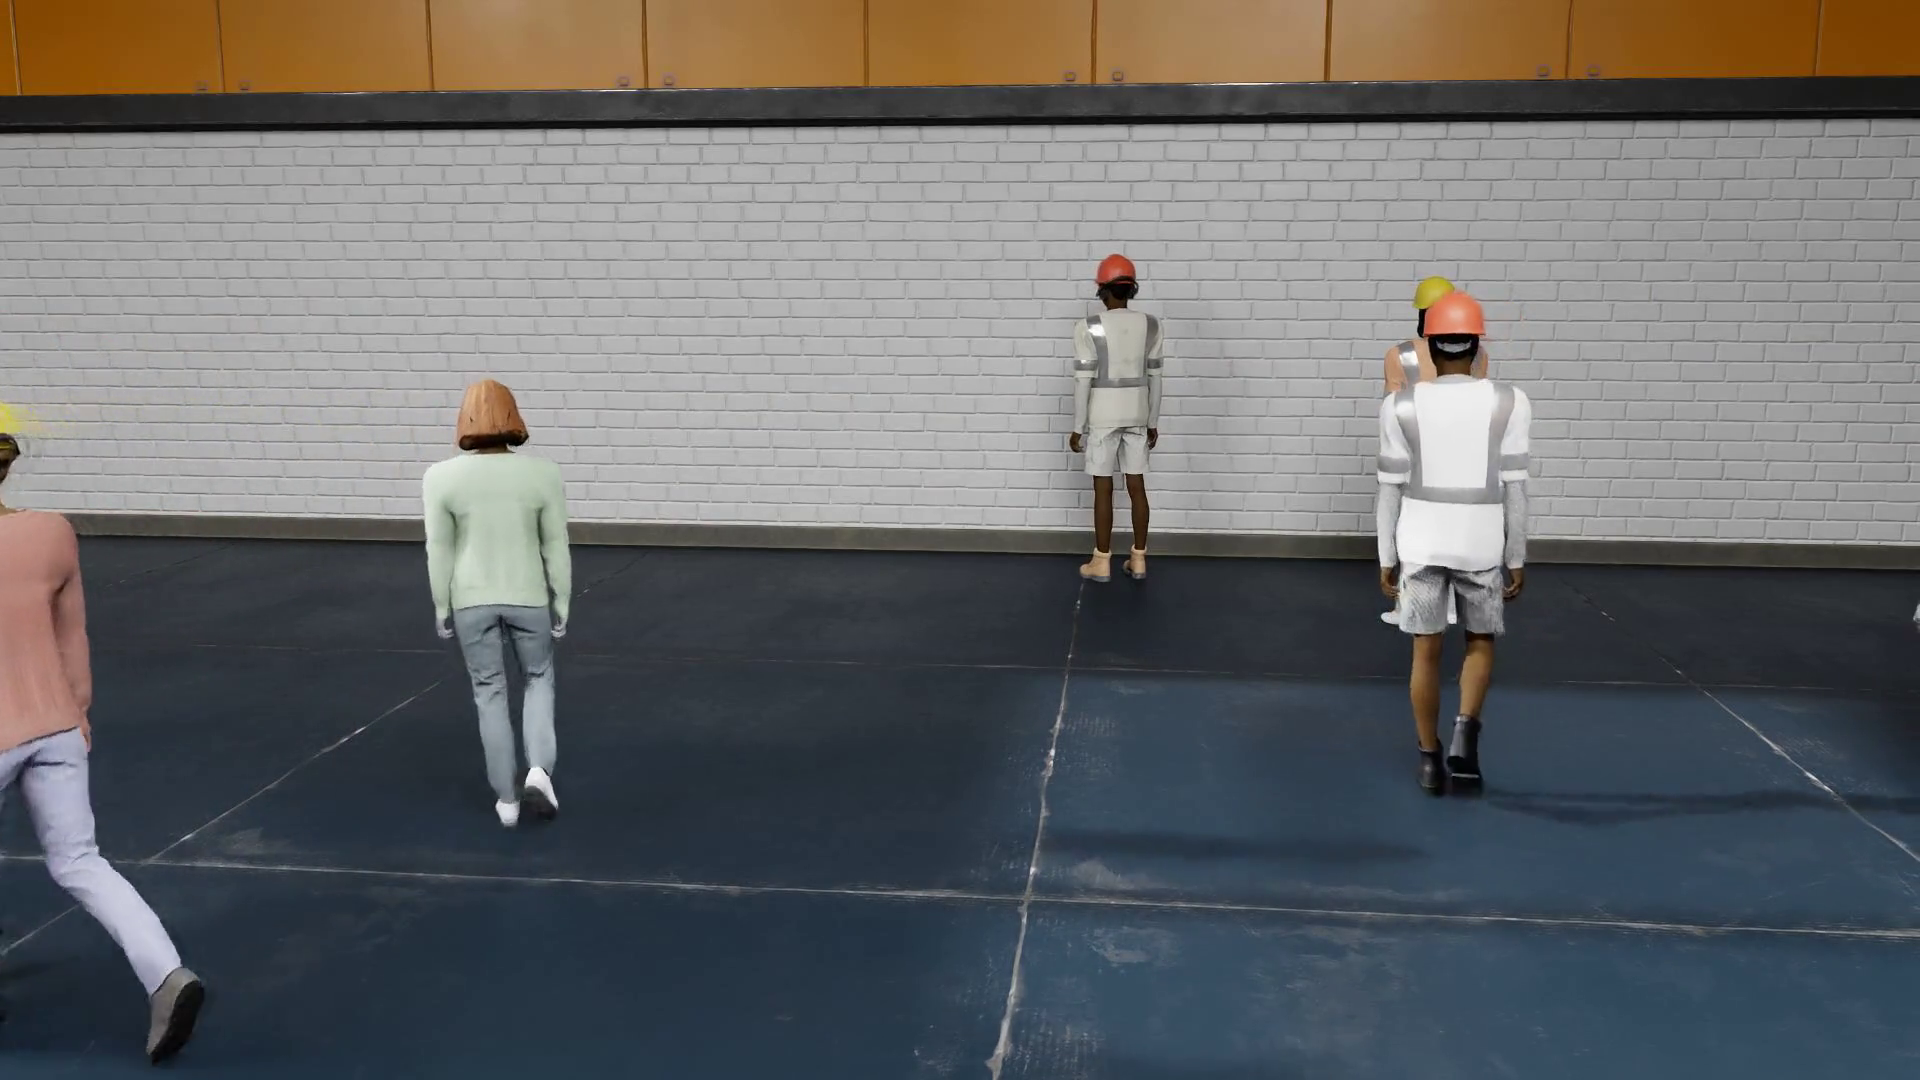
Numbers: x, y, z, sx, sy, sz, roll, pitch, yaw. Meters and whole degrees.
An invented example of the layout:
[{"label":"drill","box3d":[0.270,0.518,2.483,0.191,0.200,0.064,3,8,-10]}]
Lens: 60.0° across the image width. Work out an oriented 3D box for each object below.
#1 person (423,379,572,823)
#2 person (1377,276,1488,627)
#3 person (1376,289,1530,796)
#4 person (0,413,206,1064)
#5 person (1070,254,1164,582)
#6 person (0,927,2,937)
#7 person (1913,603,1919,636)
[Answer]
[{"label":"person","box3d":[-1.642,0.239,5.944,0.497,1.619,0.397,-3,10,-16]},{"label":"person","box3d":[2.571,-0.468,9.108,0.588,1.930,0.364,-2,10,-10]},{"label":"person","box3d":[1.833,0.031,6.244,0.553,1.925,0.456,3,10,17]},{"label":"person","box3d":[-2.334,0.491,4.153,0.793,1.738,0.535,4,11,22]},{"label":"person","box3d":[0.971,-0.756,10.431,0.605,2.045,0.376,-4,11,-20]},{"label":"person","box3d":[-2.760,0.424,4.345,0.598,1.810,0.486,4,11,24]},{"label":"person","box3d":[3.606,0.248,5.736,0.550,1.682,0.538,8,12,37]}]
